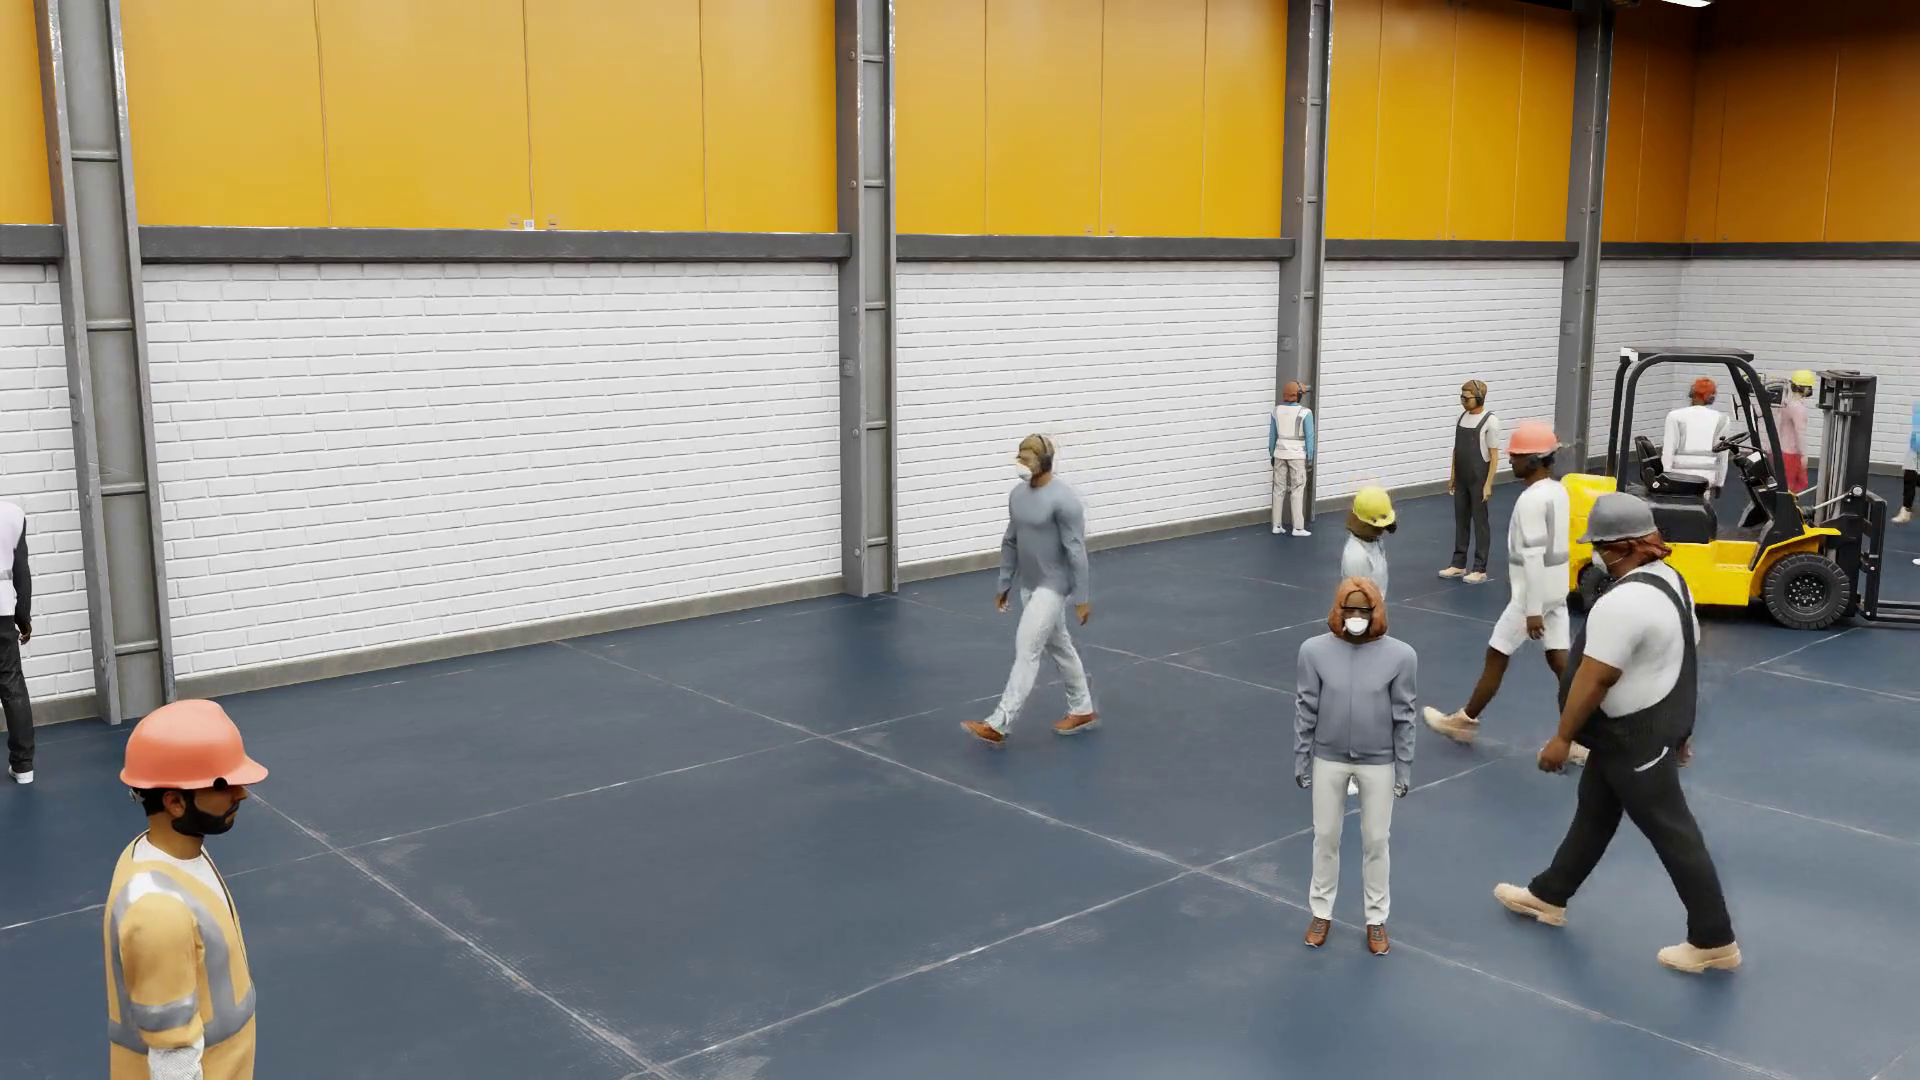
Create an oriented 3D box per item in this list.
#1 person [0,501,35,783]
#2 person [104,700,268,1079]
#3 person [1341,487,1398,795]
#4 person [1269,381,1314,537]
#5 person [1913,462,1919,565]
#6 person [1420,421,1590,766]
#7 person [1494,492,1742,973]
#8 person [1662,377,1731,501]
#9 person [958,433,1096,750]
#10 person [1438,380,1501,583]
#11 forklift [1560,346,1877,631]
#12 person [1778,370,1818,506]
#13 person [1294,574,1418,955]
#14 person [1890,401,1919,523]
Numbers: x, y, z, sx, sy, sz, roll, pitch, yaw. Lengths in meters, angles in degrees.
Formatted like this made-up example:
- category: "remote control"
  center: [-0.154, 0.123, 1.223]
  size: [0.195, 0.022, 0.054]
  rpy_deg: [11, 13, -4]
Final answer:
- category: "person"
  center: [-5.388, 0.443, 9.119]
  size: [0.392, 1.915, 0.590]
  rpy_deg: [7, 12, 36]
- category: "person"
  center: [-1.792, 1.319, 3.943]
  size: [0.383, 1.933, 0.542]
  rpy_deg: [-4, 11, -23]
- category: "person"
  center: [2.248, 0.526, 9.258]
  size: [0.352, 1.701, 0.653]
  rpy_deg: [4, 10, 21]
- category: "person"
  center: [3.484, -0.850, 17.498]
  size: [0.523, 1.636, 0.311]
  rpy_deg: [9, 13, 42]
- category: "person"
  center: [9.334, -0.687, 15.694]
  size: [0.589, 1.927, 0.369]
  rpy_deg: [1, 10, 3]
- category: "person"
  center: [3.283, 0.299, 9.724]
  size: [1.059, 1.986, 0.634]
  rpy_deg: [8, 12, 38]
- category: "person"
  center: [2.835, 0.744, 6.985]
  size: [1.064, 2.000, 0.690]
  rpy_deg: [7, 12, 34]
- category: "person"
  center: [6.660, -0.547, 15.075]
  size: [0.599, 1.855, 0.481]
  rpy_deg: [2, 10, 10]
- category: "person"
  center: [0.431, 0.304, 9.995]
  size: [1.033, 1.883, 0.655]
  rpy_deg: [-5, 11, -28]
- category: "person"
  center: [4.624, -0.530, 15.036]
  size: [0.343, 1.839, 0.506]
  rpy_deg: [-5, 11, -28]
- category: "forklift"
  center: [6.109, -0.478, 13.691]
  size: [2.313, 2.155, 1.214]
  rpy_deg: [3, 10, 16]
- category: "person"
  center: [8.838, -0.916, 17.537]
  size: [0.543, 1.746, 0.559]
  rpy_deg: [2, 10, 14]
- category: "person"
  center: [1.663, 0.944, 7.034]
  size: [0.502, 1.626, 0.282]
  rpy_deg: [3, 10, 17]
- category: "person"
  center: [10.714, -1.007, 18.324]
  size: [0.793, 1.665, 0.532]
  rpy_deg: [-3, 10, -17]
